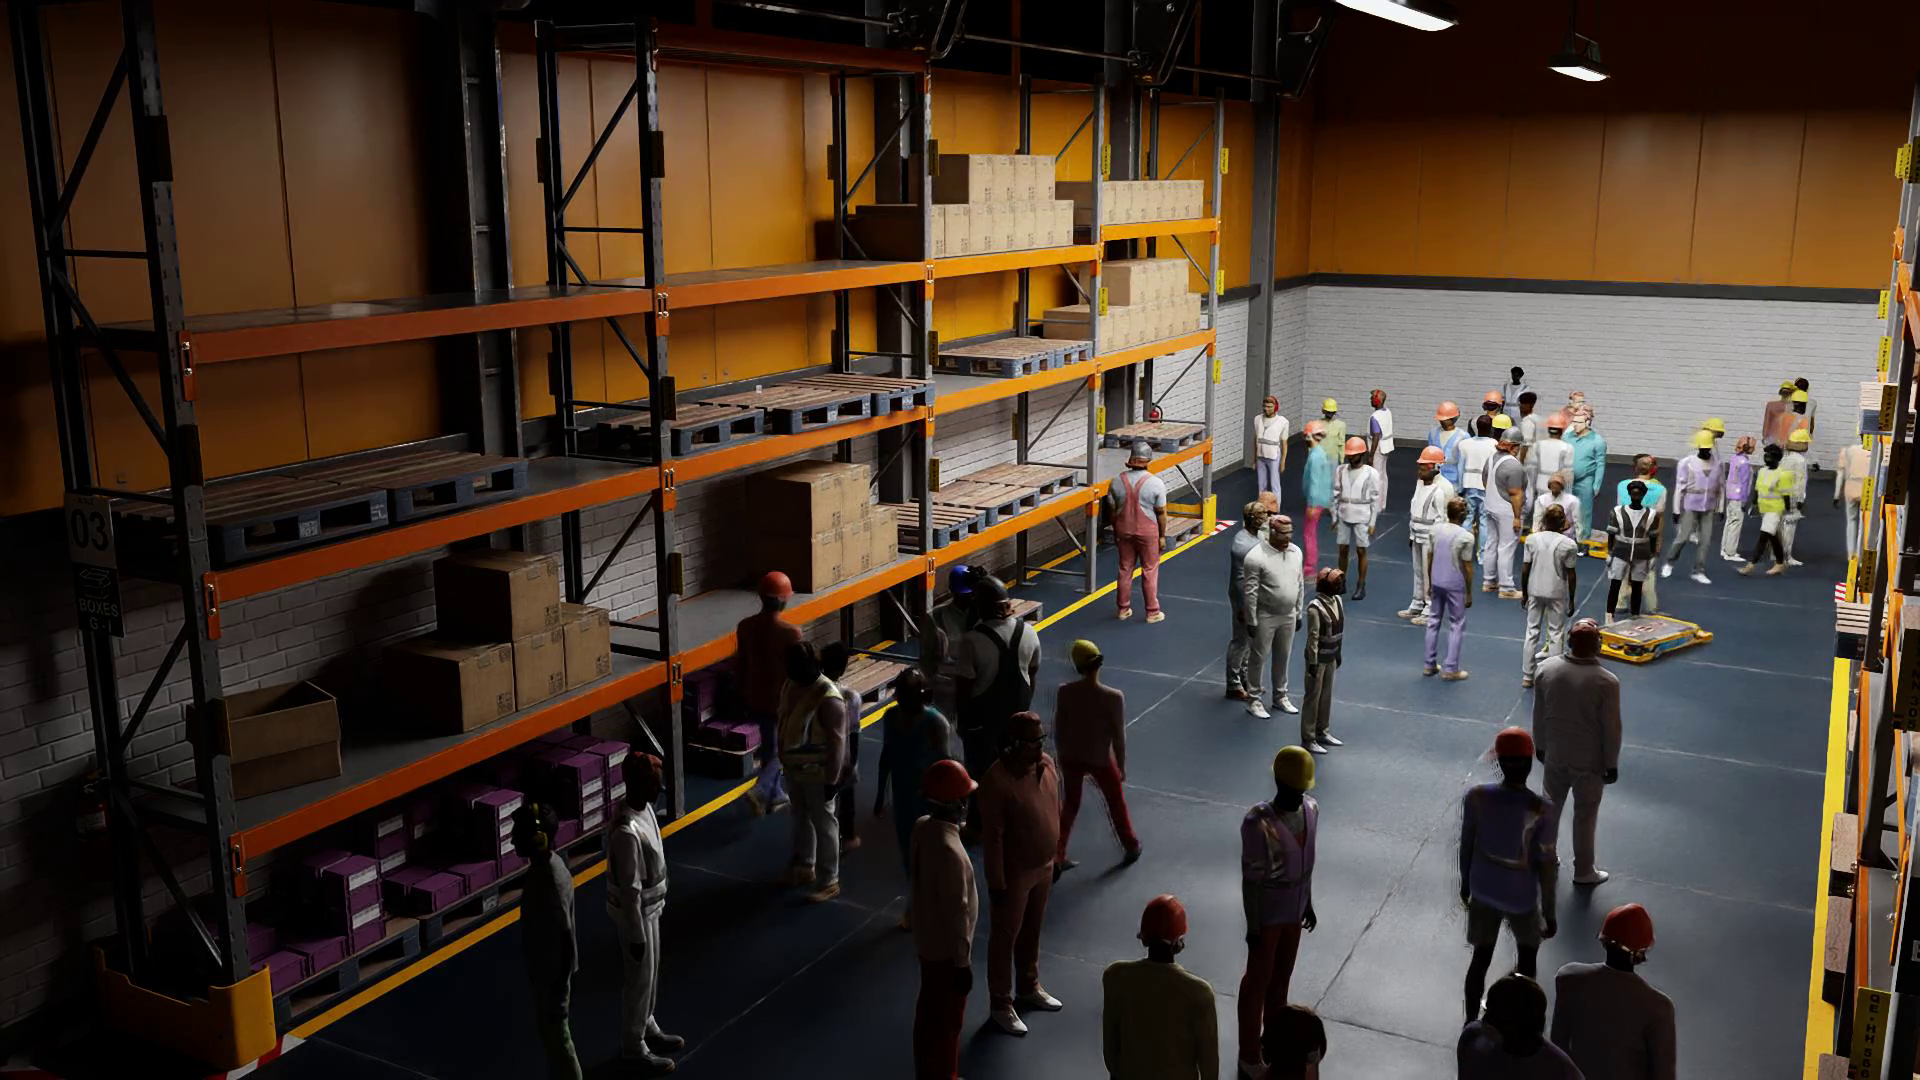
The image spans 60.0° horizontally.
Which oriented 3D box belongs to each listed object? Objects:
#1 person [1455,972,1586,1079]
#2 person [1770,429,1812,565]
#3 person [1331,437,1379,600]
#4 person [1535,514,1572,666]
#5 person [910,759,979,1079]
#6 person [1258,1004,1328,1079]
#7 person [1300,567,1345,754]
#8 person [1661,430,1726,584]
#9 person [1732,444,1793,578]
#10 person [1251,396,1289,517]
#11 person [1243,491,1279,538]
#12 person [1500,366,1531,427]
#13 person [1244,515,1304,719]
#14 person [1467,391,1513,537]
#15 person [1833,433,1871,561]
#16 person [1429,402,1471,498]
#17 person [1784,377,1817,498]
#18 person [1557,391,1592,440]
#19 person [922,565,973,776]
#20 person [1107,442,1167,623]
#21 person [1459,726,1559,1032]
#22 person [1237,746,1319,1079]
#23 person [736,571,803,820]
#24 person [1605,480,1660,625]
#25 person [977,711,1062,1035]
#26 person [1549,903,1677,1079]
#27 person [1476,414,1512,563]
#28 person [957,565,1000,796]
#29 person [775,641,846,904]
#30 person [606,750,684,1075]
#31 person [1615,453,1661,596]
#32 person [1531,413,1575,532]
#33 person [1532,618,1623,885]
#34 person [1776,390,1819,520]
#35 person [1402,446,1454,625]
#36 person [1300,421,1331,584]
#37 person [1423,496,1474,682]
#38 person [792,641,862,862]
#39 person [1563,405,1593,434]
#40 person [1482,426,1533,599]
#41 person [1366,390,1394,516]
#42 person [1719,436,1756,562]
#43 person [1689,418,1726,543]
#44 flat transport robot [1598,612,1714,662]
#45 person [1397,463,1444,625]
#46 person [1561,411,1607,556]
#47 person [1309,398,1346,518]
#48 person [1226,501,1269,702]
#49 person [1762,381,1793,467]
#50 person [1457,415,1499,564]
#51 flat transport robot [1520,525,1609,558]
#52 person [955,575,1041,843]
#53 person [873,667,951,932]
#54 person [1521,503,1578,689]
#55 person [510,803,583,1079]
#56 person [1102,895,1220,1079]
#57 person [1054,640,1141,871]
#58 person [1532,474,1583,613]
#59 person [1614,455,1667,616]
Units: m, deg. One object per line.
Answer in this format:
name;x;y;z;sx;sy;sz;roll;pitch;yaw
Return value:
person;2.190;2.615;6.635;0.350;1.936;0.635;-8;15;-32
person;10.652;-0.557;21.272;0.298;1.743;0.493;0;13;-2
person;4.606;-0.255;19.486;0.551;1.934;0.373;9;16;36
person;6.018;0.478;16.888;0.283;1.633;0.498;1;13;6
person;-0.074;2.111;8.756;0.372;1.997;0.622;-5;13;-19
person;1.367;2.694;6.965;0.265;1.632;0.508;9;15;34
person;3.148;1.032;14.418;0.314;1.633;0.518;10;16;38
person;9.003;-0.422;20.328;0.621;1.904;0.593;-1;13;-4
person;9.914;-0.353;20.529;0.848;1.654;0.553;-2;13;-8
person;4.423;-1.147;23.715;0.394;1.836;0.560;-12;17;-42
person;3.244;0.290;17.730;0.503;1.631;0.283;5;14;22
person;9.475;-2.130;28.438;0.534;1.694;0.320;12;17;43
person;2.907;0.698;15.314;0.647;1.900;0.400;-6;14;-27
person;7.212;-1.018;22.703;0.608;2.032;0.409;7;14;28
person;11.425;-0.580;21.025;0.616;1.888;0.828;10;16;37
person;6.324;-0.795;21.689;0.403;2.033;0.606;-12;17;-43
person;12.830;-1.559;25.509;0.506;1.861;0.329;0;13;-2
person;8.731;-1.186;23.761;0.644;1.899;0.397;-3;13;-14
person;0.004;1.141;13.208;0.610;1.946;0.405;-3;13;-14
person;2.013;-0.099;18.552;0.682;2.000;0.538;7;14;28
person;3.161;1.997;9.509;0.624;1.887;0.819;11;17;41
person;1.782;2.046;9.215;0.588;1.923;0.383;-11;16;-40
person;-1.472;1.214;12.809;0.638;1.968;0.680;7;14;28
person;7.295;0.179;18.083;0.535;1.697;0.321;4;13;17
person;0.386;1.925;9.793;0.409;1.909;0.639;10;16;37
person;2.984;2.489;7.612;0.572;1.750;0.330;12;17;43
person;6.856;-0.662;21.349;0.396;1.920;0.587;3;13;12
person;0.136;1.149;13.167;0.370;1.958;0.598;-12;17;-42
person;-1.049;1.583;11.474;0.429;1.841;0.634;-10;16;-37
person;-1.770;2.064;9.244;0.373;1.878;0.589;-1;13;-3
person;8.036;-0.181;19.700;0.559;1.695;0.318;-6;14;-27
person;7.591;-0.658;21.312;0.586;1.927;0.415;11;17;40
person;4.368;1.483;11.758;0.410;1.913;0.651;-11;16;-39
person;11.922;-1.174;23.673;0.604;1.906;0.623;0;13;0
person;5.209;-0.060;18.479;0.382;1.993;0.622;-5;13;-20
person;4.330;-0.473;20.405;0.417;1.964;0.661;3;13;15
person;4.838;0.476;16.455;0.343;1.837;0.507;-10;16;-38
person;-0.964;1.560;11.969;0.525;1.664;0.789;4;13;19
person;8.331;-0.883;22.399;0.403;1.897;0.654;12;17;43
person;6.481;-0.342;19.642;0.537;2.000;0.678;-3;13;-13
person;6.103;-1.269;24.227;0.394;1.846;0.564;8;15;32
person;10.025;-0.534;21.430;0.314;1.628;0.527;2;13;11
person;10.061;-0.793;22.386;0.402;1.722;0.482;10;16;38
flat transport robot;7.266;1.015;17.560;1.431;0.197;0.652;-9;15;-35
person;5.159;-0.005;18.486;0.355;1.885;0.575;-3;13;-11
person;8.065;-0.743;21.742;0.402;1.906;0.652;-11;17;-41
person;5.293;-1.172;23.999;0.528;1.762;0.342;1;13;3
person;2.740;0.570;15.821;0.368;1.932;0.622;6;14;24
person;12.787;-1.596;25.912;0.532;1.754;0.340;6;14;24
person;6.643;-0.648;21.283;0.588;1.920;0.390;11;17;40
flat transport robot;8.237;-0.011;22.156;0.652;0.197;1.431;-8;15;-33
person;0.240;1.248;12.519;0.681;2.000;0.535;-7;14;-28
person;-0.315;1.704;10.956;0.505;1.826;0.401;10;16;37
person;5.680;0.554;16.069;0.511;1.844;0.328;9;16;36
person;-2.120;2.229;8.515;0.313;1.869;0.538;-6;14;-26
person;0.930;2.471;7.687;0.563;1.755;0.320;6;14;26
person;0.970;1.540;11.977;0.582;1.709;0.678;6;14;26
person;6.756;0.040;18.898;0.520;1.597;0.791;11;17;40
person;7.657;-0.043;18.765;0.569;1.838;0.426;11;17;41
